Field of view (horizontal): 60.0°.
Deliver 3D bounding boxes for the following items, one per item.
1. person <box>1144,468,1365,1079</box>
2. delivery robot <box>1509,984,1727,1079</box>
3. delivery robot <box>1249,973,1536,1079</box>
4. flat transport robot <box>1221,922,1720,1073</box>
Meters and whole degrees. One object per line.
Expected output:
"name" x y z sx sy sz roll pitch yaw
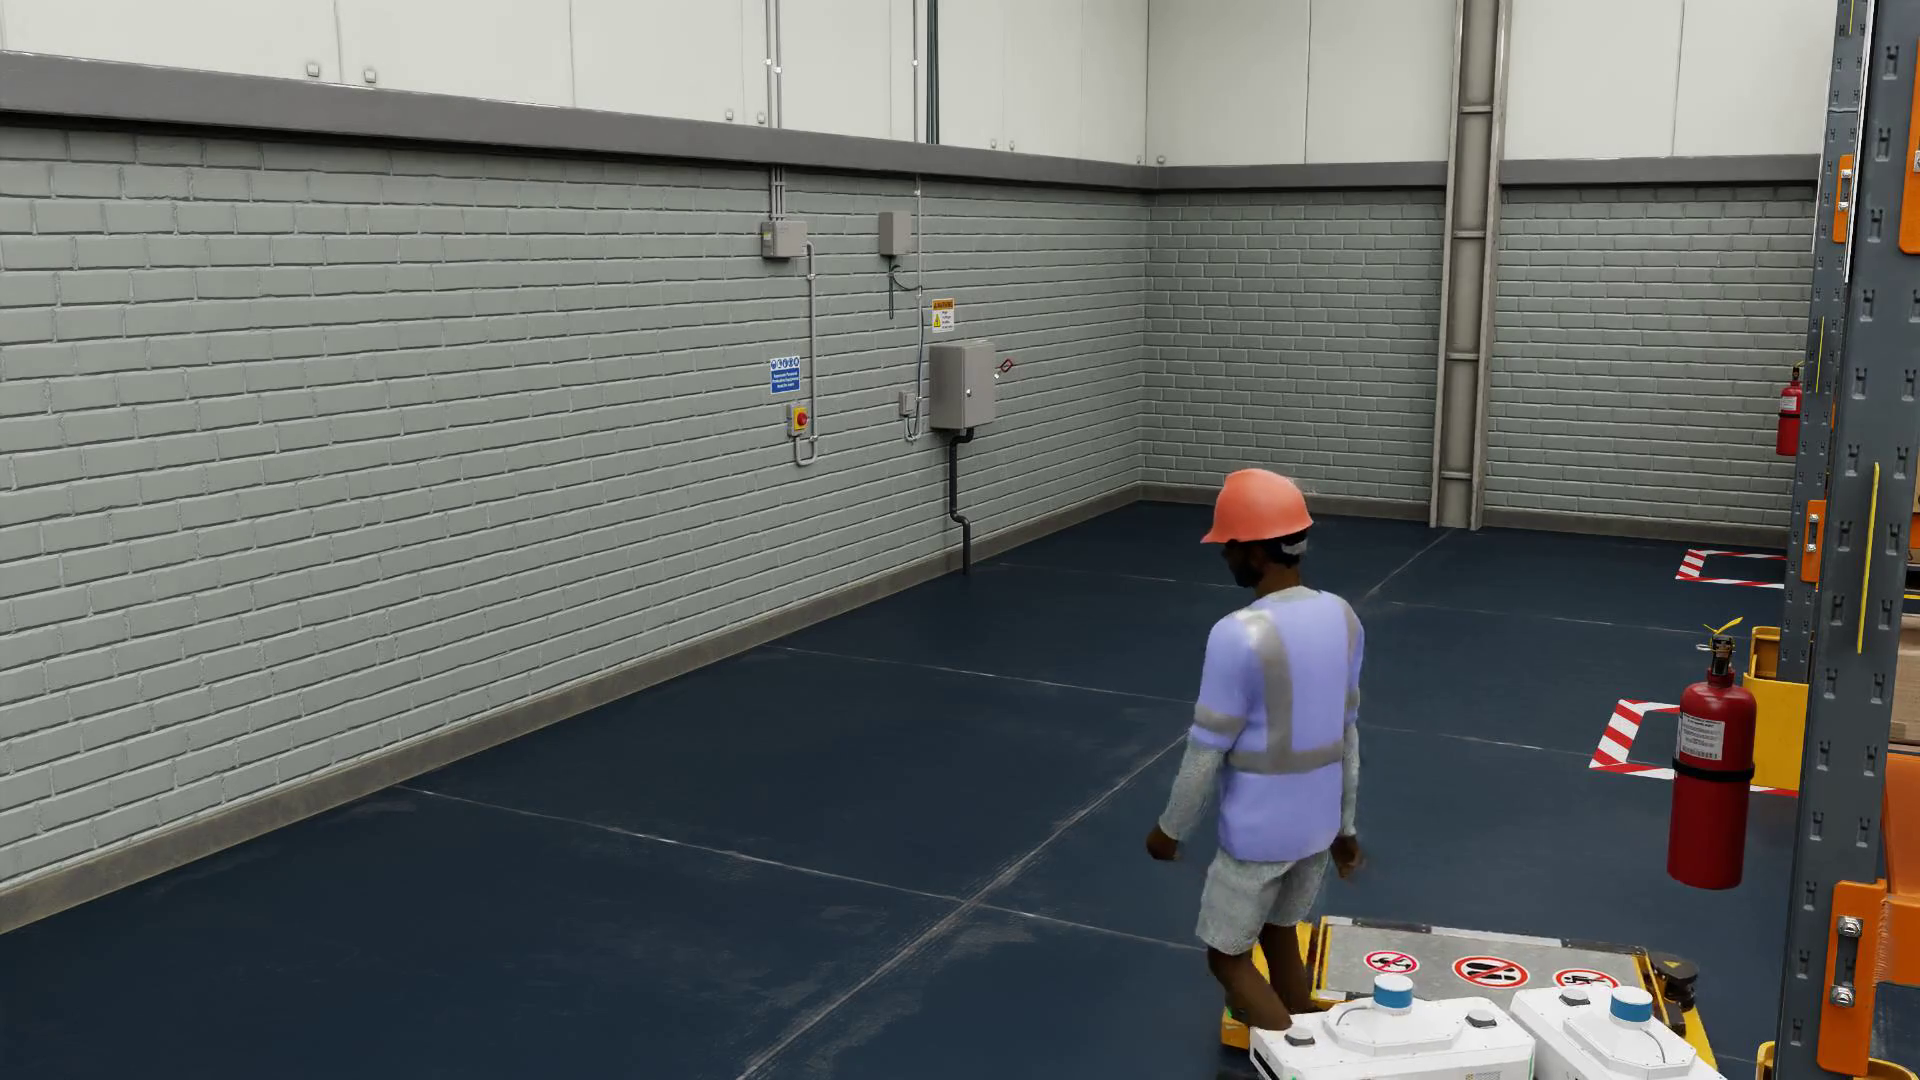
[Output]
"person" 0.877 0.766 4.451 0.555 1.913 0.585 -9 14 -41
"delivery robot" 1.740 1.411 4.344 0.477 0.478 0.707 -2 11 -10
"delivery robot" 1.141 1.397 4.423 0.707 0.478 0.477 -2 11 -11
"flat transport robot" 1.576 1.439 5.225 1.431 0.197 0.652 3 11 15
